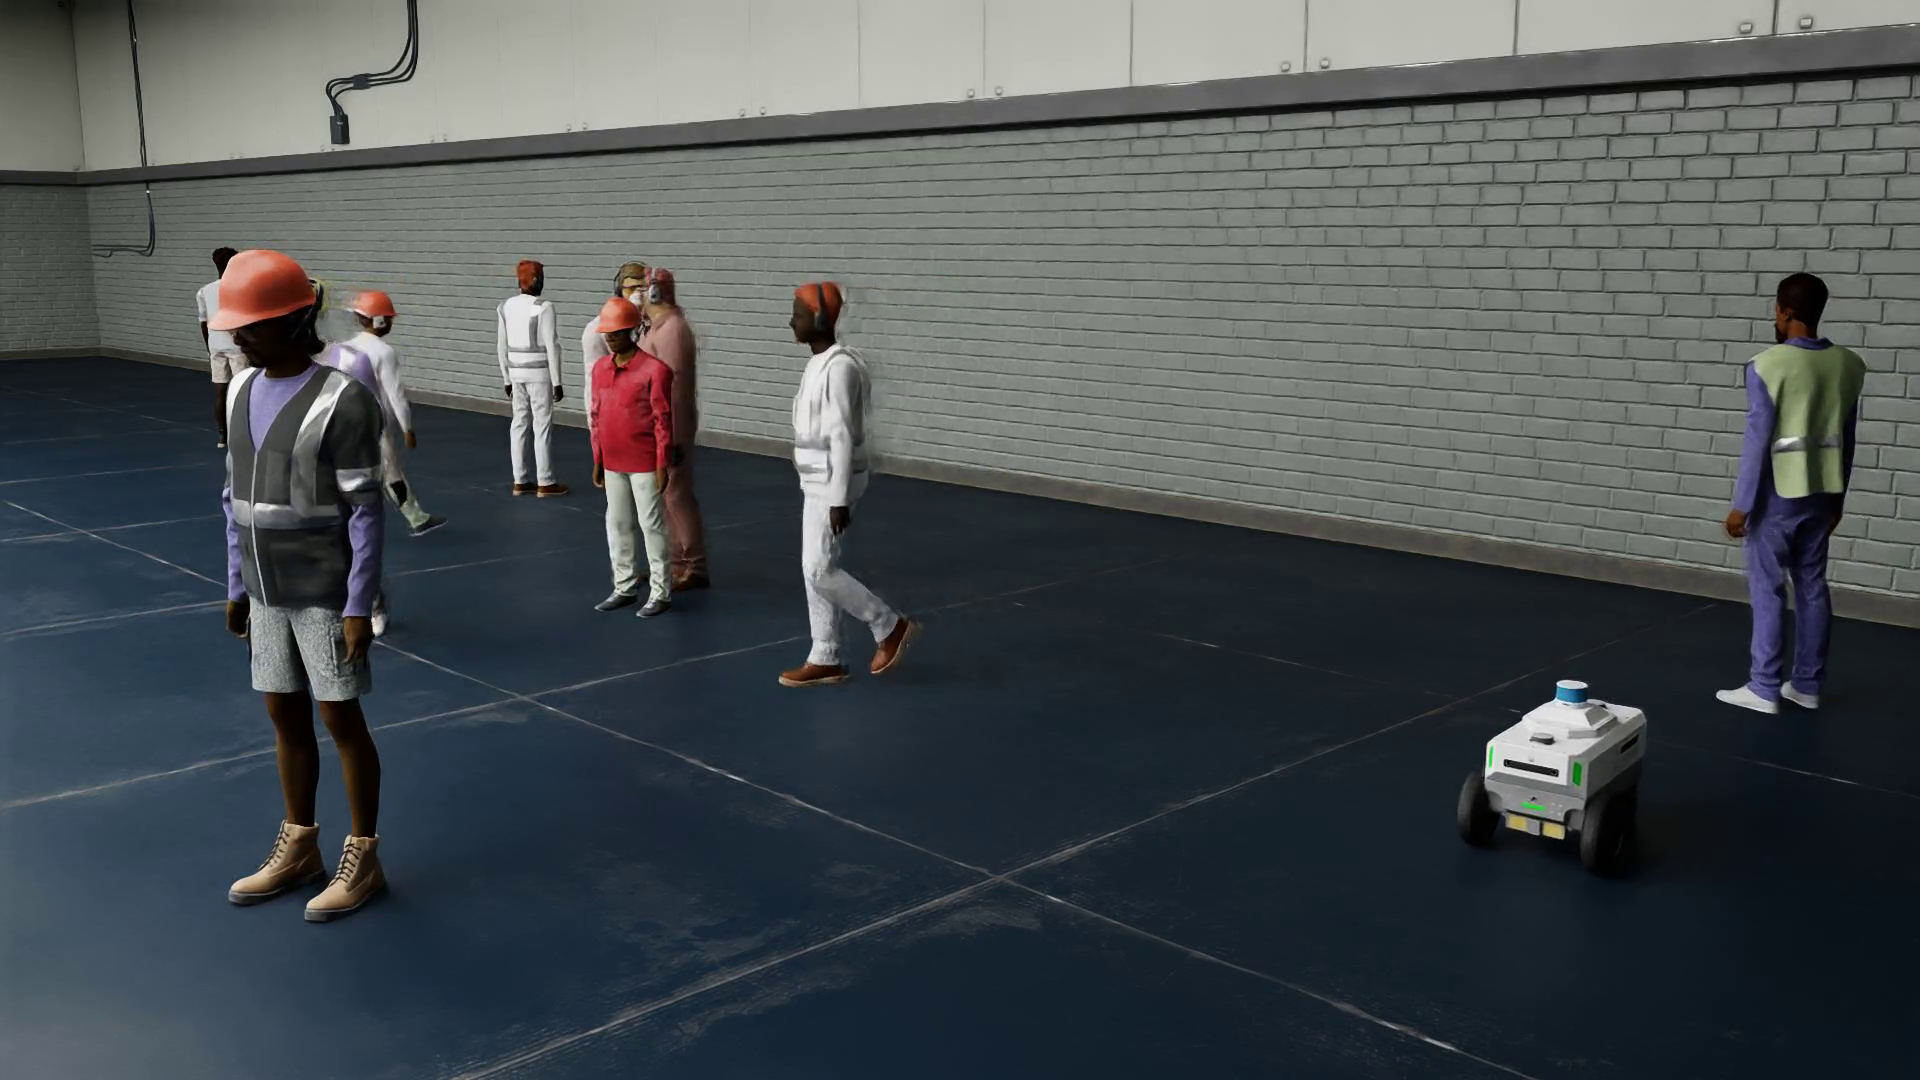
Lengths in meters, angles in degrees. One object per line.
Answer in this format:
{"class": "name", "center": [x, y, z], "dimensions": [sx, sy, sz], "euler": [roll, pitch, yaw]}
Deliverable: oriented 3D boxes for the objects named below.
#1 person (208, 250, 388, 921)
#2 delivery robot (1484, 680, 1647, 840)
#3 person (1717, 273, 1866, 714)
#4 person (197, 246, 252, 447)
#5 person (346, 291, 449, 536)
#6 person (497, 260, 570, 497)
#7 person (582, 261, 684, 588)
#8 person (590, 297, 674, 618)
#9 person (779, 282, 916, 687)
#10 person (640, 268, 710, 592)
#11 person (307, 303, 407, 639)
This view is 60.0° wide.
{"class": "person", "center": [-2.021, 0.149, 5.055], "dimensions": [0.605, 2.033, 0.392], "euler": [5, 12, 27]}
{"class": "delivery robot", "center": [2.082, 0.724, 5.695], "dimensions": [0.477, 0.478, 0.707], "euler": [8, 13, 38]}
{"class": "person", "center": [3.629, -0.193, 7.237], "dimensions": [0.597, 1.914, 0.372], "euler": [-4, 11, -18]}
{"class": "person", "center": [-7.136, -1.878, 16.289], "dimensions": [0.604, 1.966, 0.367], "euler": [3, 11, 18]}
{"class": "person", "center": [-3.888, -0.815, 11.205], "dimensions": [0.582, 1.695, 0.917], "euler": [10, 14, 44]}
{"class": "person", "center": [-3.409, -1.282, 13.257], "dimensions": [0.585, 1.882, 0.337], "euler": [5, 12, 27]}
{"class": "person", "center": [-1.899, -0.674, 9.834], "dimensions": [0.634, 1.931, 0.364], "euler": [-6, 12, -29]}
{"class": "person", "center": [-1.812, -0.448, 9.097], "dimensions": [0.569, 1.744, 0.351], "euler": [7, 12, 32]}
{"class": "person", "center": [-0.544, -0.237, 7.600], "dimensions": [0.517, 1.870, 0.593], "euler": [-3, 11, -17]}
{"class": "person", "center": [-1.708, -0.643, 9.791], "dimensions": [0.440, 1.889, 0.668], "euler": [-2, 11, -9]}
{"class": "person", "center": [-3.129, -0.350, 8.267], "dimensions": [0.658, 1.850, 1.006], "euler": [2, 11, 12]}
